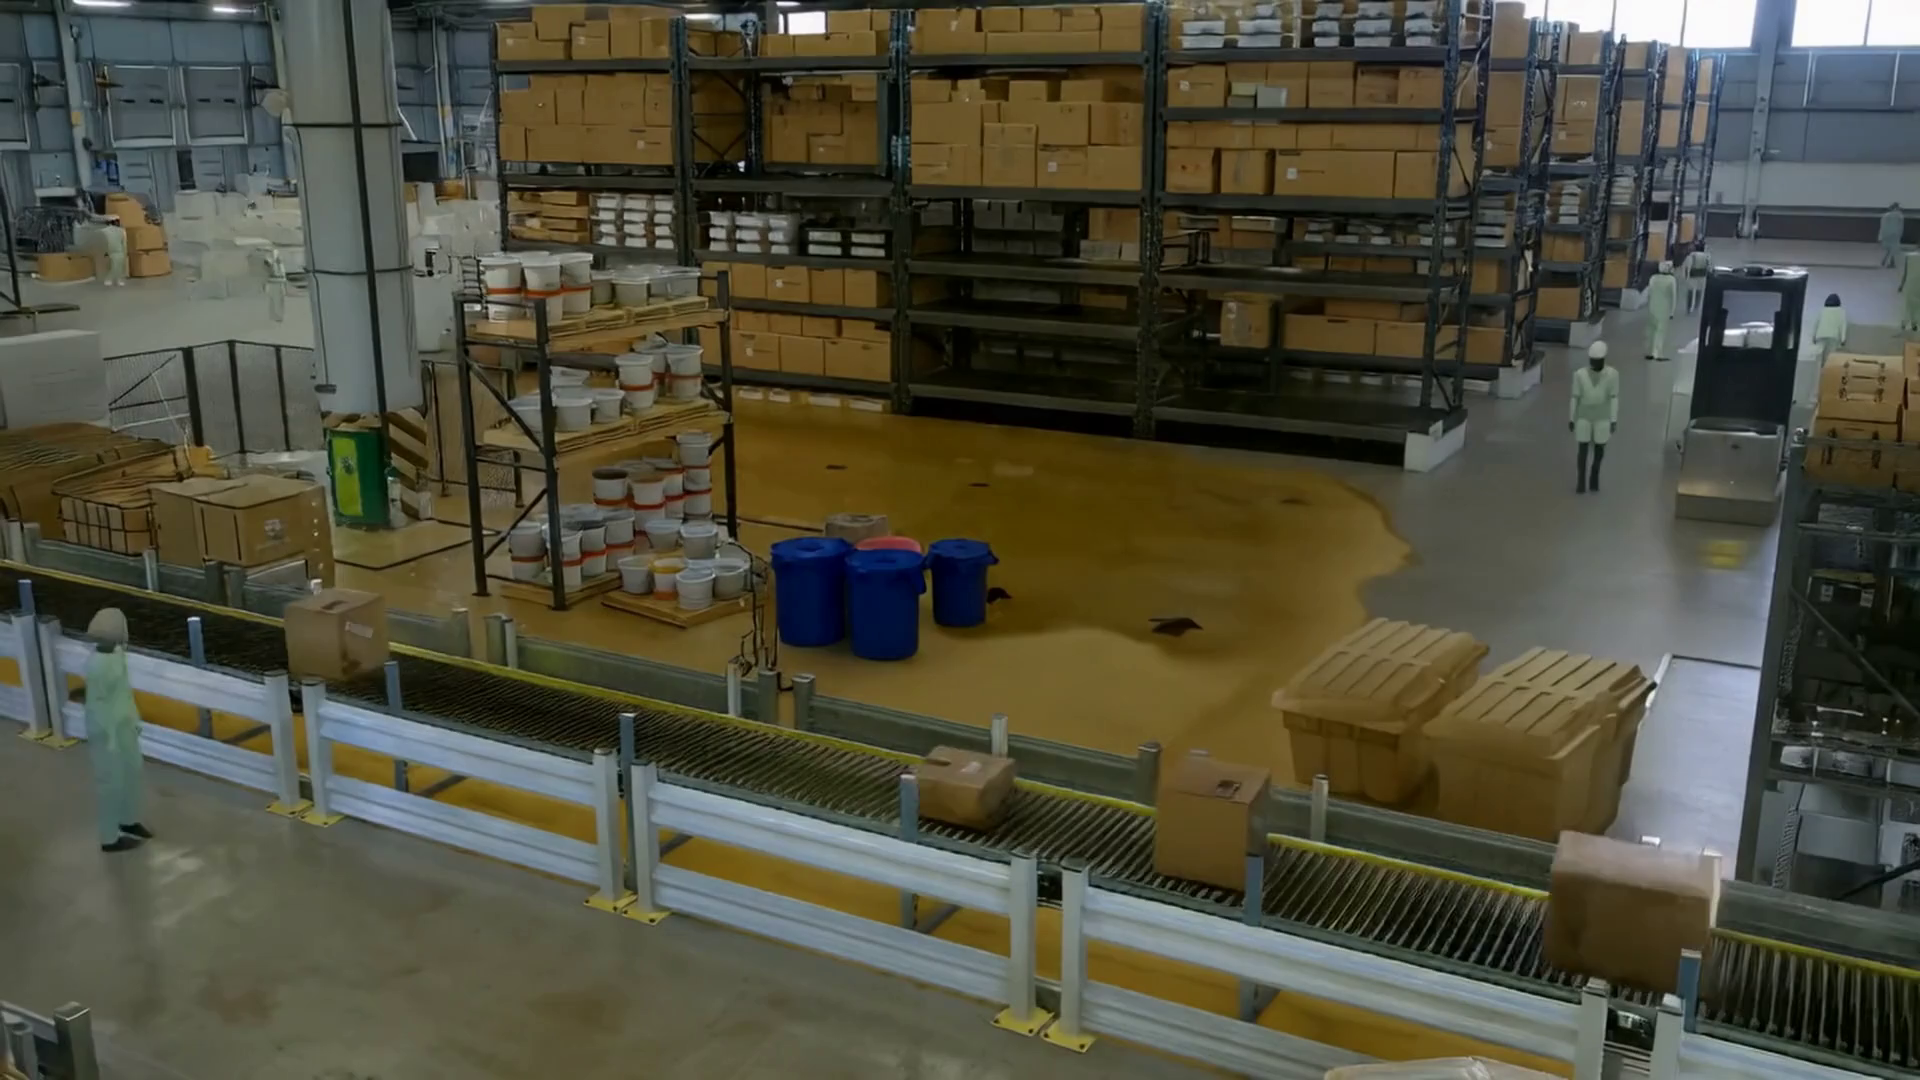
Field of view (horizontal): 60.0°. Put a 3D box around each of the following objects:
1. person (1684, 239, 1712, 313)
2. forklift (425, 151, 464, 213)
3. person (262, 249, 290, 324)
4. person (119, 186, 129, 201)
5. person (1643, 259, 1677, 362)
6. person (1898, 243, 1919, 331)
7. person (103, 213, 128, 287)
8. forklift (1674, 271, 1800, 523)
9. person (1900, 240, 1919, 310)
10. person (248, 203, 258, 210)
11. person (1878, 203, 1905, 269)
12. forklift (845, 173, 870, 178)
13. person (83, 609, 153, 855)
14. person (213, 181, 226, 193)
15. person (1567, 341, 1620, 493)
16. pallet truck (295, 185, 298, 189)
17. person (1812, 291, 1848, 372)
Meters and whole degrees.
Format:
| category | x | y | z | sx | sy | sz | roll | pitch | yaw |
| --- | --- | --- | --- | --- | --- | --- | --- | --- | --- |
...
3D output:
| category | x | y | z | sx | sy | sz | roll | pitch | yaw |
| --- | --- | --- | --- | --- | --- | --- | --- | --- | --- |
| person | 16.852 | -6.014 | 37.980 | 0.555 | 1.685 | 0.381 | 6 | 16 | 20 |
| forklift | -20.276 | -13.633 | 64.351 | 1.873 | 2.768 | 1.129 | 1 | 15 | 2 |
| person | -14.925 | -5.543 | 36.312 | 0.546 | 1.625 | 0.357 | -14 | 20 | -42 |
| person | -30.909 | -12.337 | 61.799 | 0.784 | 1.669 | 0.538 | -12 | 19 | -39 |
| person | 13.144 | -4.294 | 31.129 | 0.400 | 1.901 | 0.642 | -6 | 16 | -20 |
| person | 20.246 | -5.372 | 35.240 | 0.652 | 1.875 | 0.898 | 9 | 17 | 31 |
| person | -22.033 | -7.565 | 43.421 | 0.604 | 1.895 | 0.528 | 3 | 15 | 10 |
| forklift | 9.269 | -1.763 | 19.726 | 1.129 | 2.768 | 1.873 | 8 | 17 | 27 |
| person | 22.275 | -6.303 | 38.489 | 0.991 | 2.007 | 0.623 | -7 | 16 | -23 |
| person | -20.272 | -8.678 | 47.594 | 0.889 | 1.914 | 0.637 | -8 | 17 | -28 |
| person | 26.905 | -8.786 | 48.056 | 0.662 | 1.872 | 0.881 | 11 | 18 | 35 |
| forklift | -3.491 | -11.519 | 56.403 | 1.129 | 2.768 | 1.873 | 11 | 19 | 36 |
| person | -5.542 | 1.236 | 10.900 | 0.334 | 1.607 | 0.516 | -2 | 15 | -9 |
| person | -26.704 | -12.019 | 60.117 | 0.622 | 1.932 | 0.368 | 9 | 17 | 30 |
| person | 7.848 | -1.518 | 20.645 | 0.568 | 1.921 | 0.418 | 7 | 16 | 23 |
| pallet truck | -26.804 | -14.617 | 69.738 | 1.885 | 1.965 | 0.823 | -14 | 20 | -42 |
| person | 14.840 | -3.437 | 28.451 | 0.505 | 1.608 | 0.686 | 12 | 19 | 38 |
